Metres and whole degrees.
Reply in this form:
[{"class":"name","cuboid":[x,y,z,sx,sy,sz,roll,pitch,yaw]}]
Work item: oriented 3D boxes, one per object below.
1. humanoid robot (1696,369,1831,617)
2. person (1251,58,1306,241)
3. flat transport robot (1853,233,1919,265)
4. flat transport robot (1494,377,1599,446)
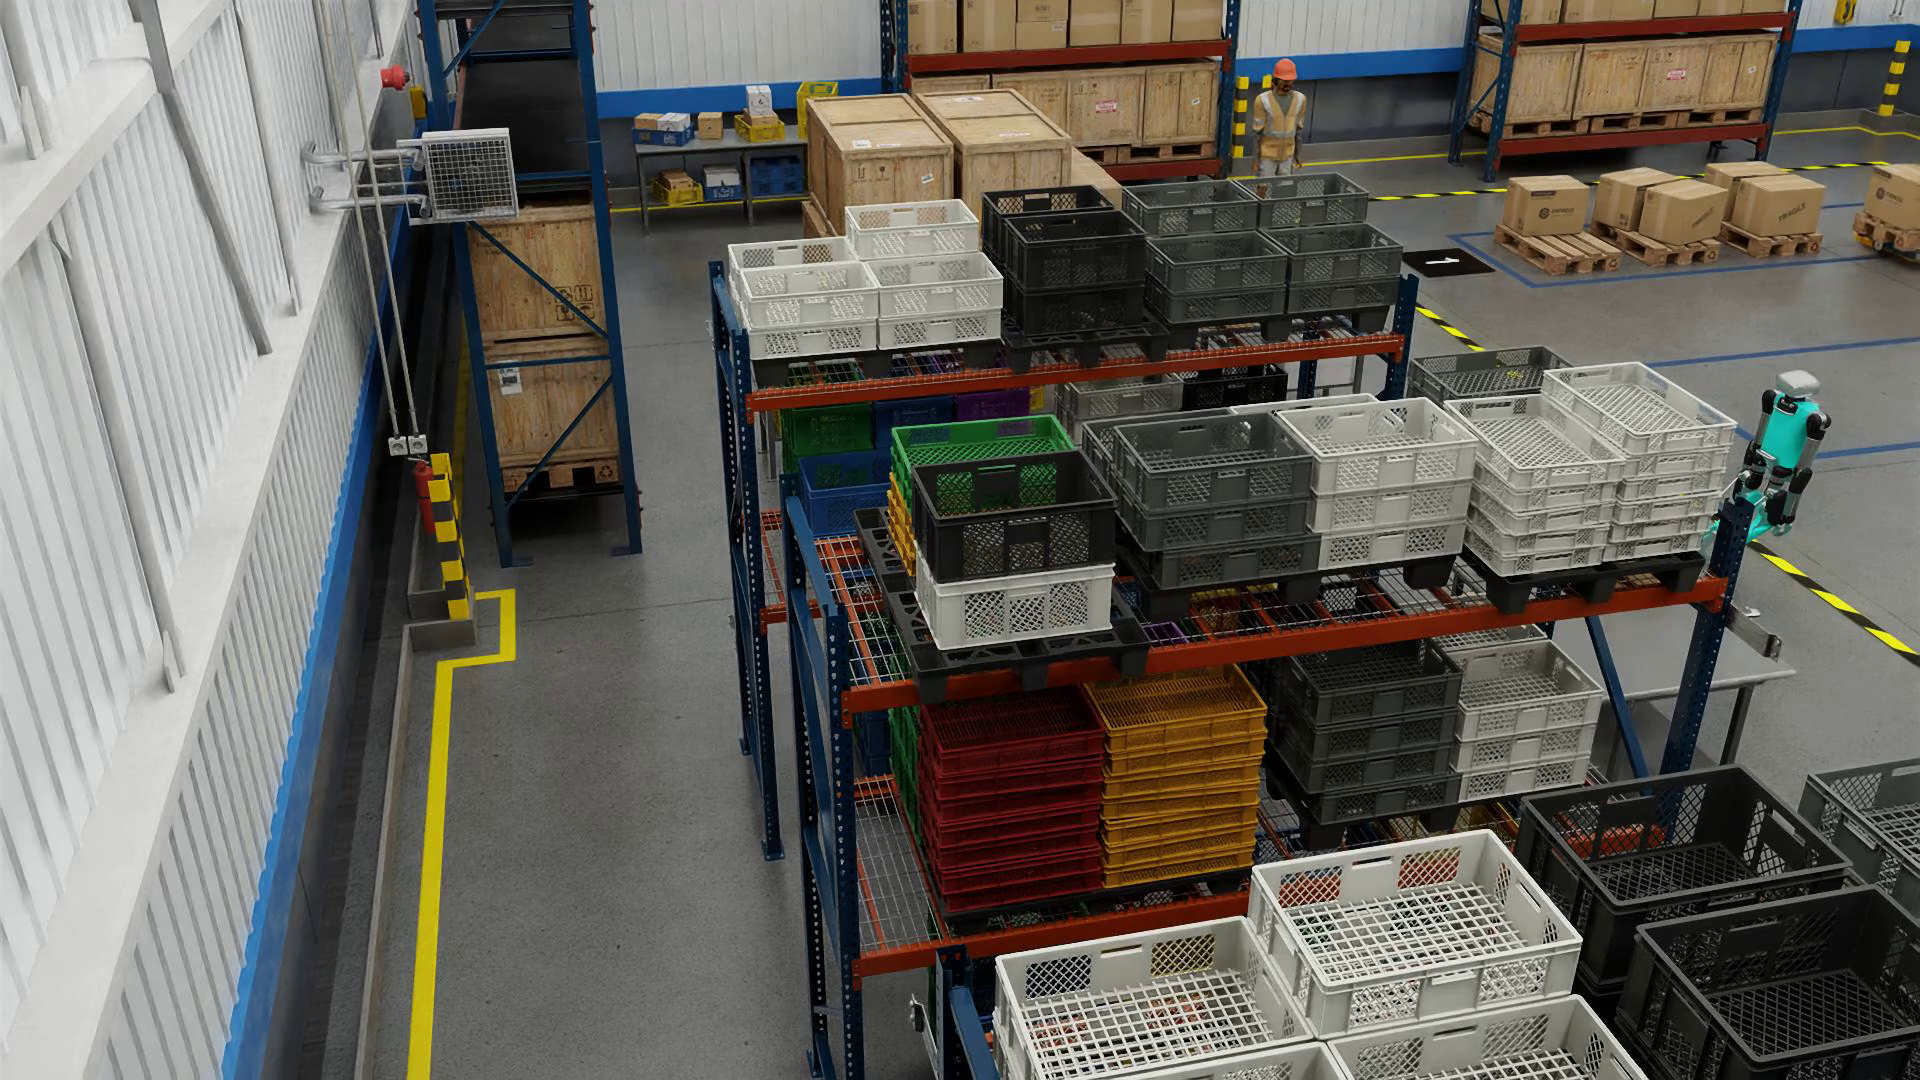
[{"class":"humanoid robot","cuboid":[5.108,-0.276,10.850,0.735,1.677,0.533,-7,29,-13]},{"class":"person","cuboid":[3.459,-4.207,18.128,0.604,2.044,0.374,-7,29,-14]},{"class":"flat transport robot","cuboid":[10.474,-3.174,18.039,0.652,0.197,1.431,-6,28,-12]},{"class":"flat transport robot","cuboid":[4.780,-1.036,14.013,0.659,0.231,1.431,-6,28,-12]}]
